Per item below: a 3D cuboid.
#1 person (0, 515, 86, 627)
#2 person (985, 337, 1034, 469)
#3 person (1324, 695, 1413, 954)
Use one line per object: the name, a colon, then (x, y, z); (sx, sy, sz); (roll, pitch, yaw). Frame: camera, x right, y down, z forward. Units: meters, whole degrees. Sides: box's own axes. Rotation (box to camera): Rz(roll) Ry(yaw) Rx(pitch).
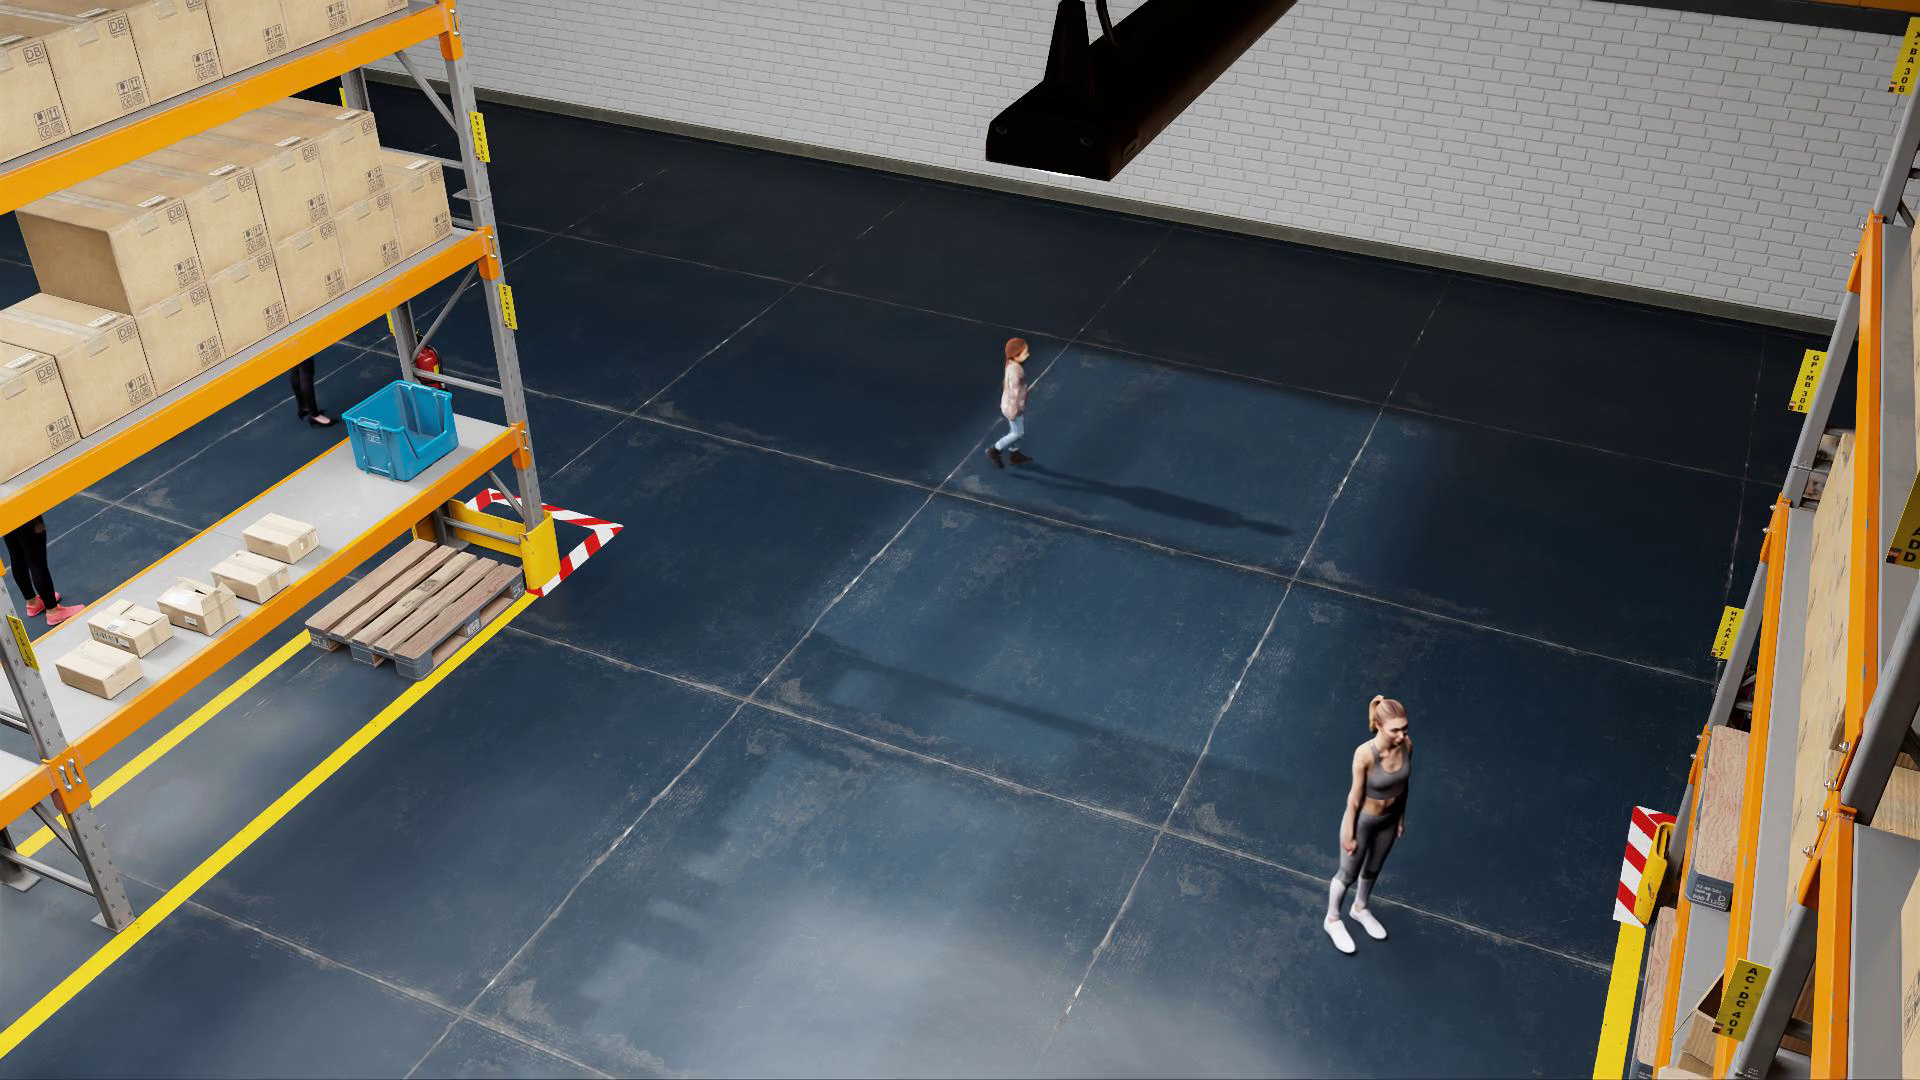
person: (-6.680, -0.164, 11.746); (0.616, 1.694, 0.565); (20, 38, 27)
person: (0.398, -1.117, 13.638); (0.686, 1.187, 0.658); (-2, 34, -3)
person: (2.260, 1.546, 9.165); (0.612, 1.703, 0.695); (-17, 37, -24)
